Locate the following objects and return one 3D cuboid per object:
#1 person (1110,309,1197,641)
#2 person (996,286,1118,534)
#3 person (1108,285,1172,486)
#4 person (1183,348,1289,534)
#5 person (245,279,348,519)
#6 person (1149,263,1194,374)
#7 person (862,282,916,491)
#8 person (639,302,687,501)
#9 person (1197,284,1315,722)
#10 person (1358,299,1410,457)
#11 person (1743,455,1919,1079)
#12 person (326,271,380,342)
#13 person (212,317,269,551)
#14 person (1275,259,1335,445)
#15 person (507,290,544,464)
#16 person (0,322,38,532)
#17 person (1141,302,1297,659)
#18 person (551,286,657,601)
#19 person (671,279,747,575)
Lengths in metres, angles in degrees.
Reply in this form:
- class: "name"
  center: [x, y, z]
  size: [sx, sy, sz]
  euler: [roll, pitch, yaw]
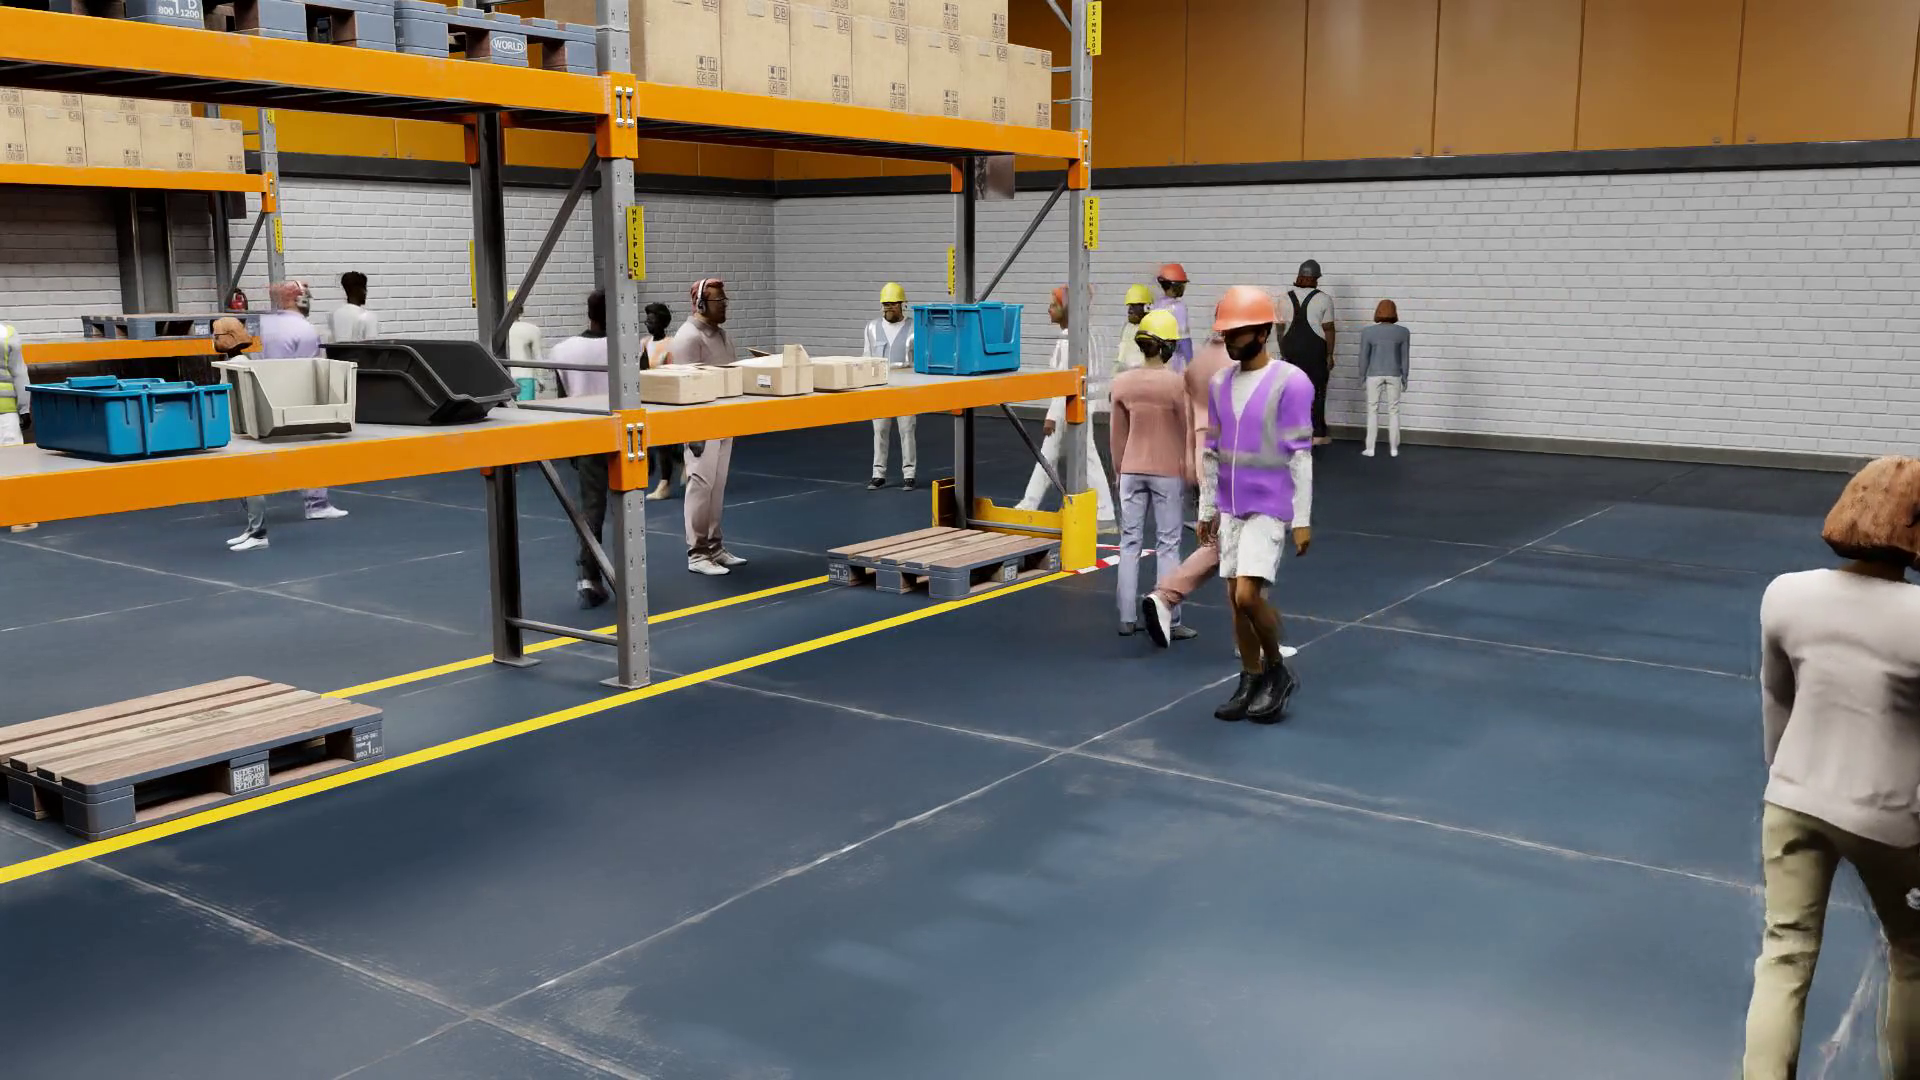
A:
- class: "person"
  center: [1.042, -0.340, 8.881]
  size: [0.525, 1.769, 0.309]
  euler: [7, 12, 35]
- class: "person"
  center: [0.732, -0.945, 12.280]
  size: [0.974, 1.830, 0.594]
  euler: [0, 10, -1]
- class: "person"
  center: [1.547, -1.370, 14.896]
  size: [0.760, 1.802, 0.637]
  euler: [-6, 11, -33]
- class: "person"
  center: [2.047, -0.875, 12.201]
  size: [0.887, 1.724, 0.540]
  euler: [0, 10, -2]
- class: "person"
  center: [-5.197, -1.072, 12.908]
  size: [0.650, 1.888, 0.663]
  euler: [8, 12, 40]
- class: "person"
  center: [2.001, -1.744, 16.554]
  size: [0.961, 2.012, 0.609]
  euler: [-3, 10, -18]
- class: "person"
  center: [-0.585, -1.345, 14.665]
  size: [0.595, 1.832, 0.404]
  euler: [2, 10, 10]
- class: "person"
  center: [-2.482, -1.188, 14.166]
  size: [0.541, 1.679, 0.562]
  euler: [9, 13, 42]
- class: "person"
  center: [1.252, -0.140, 7.220]
  size: [0.425, 1.916, 0.580]
  euler: [-7, 12, -37]
- class: "person"
  center: [4.395, -1.674, 17.231]
  size: [0.507, 1.630, 0.271]
  euler: [1, 10, 7]
- class: "person"
  center: [2.036, 0.610, 3.704]
  size: [0.724, 1.607, 0.502]
  euler: [-7, 12, -35]
- class: "person"
  center: [-5.820, -1.611, 15.952]
  size: [0.614, 1.942, 0.878]
  euler: [6, 11, 32]
- class: "person"
  center: [-5.055, -0.742, 11.670]
  size: [0.266, 1.631, 0.507]
  euler: [-4, 11, -25]
- class: "person"
  center: [3.858, -2.078, 18.416]
  size: [0.673, 2.000, 0.535]
  euler: [7, 12, 34]
- class: "person"
  center: [-4.403, -1.608, 16.491]
  size: [0.535, 1.741, 0.726]
  euler: [-2, 10, -11]
- class: "person"
  center: [-7.231, -0.961, 12.357]
  size: [0.627, 1.844, 0.429]
  euler: [-2, 10, -13]
- class: "person"
  center: [1.331, -0.312, 8.409]
  size: [0.697, 1.877, 0.636]
  euler: [-4, 10, -22]
- class: "person"
  center: [-2.141, -0.581, 10.002]
  size: [0.613, 1.877, 0.859]
  euler: [-1, 10, -4]
- class: "person"
  center: [-1.611, -0.736, 10.825]
  size: [0.409, 1.909, 0.640]
  euler: [2, 10, 11]
